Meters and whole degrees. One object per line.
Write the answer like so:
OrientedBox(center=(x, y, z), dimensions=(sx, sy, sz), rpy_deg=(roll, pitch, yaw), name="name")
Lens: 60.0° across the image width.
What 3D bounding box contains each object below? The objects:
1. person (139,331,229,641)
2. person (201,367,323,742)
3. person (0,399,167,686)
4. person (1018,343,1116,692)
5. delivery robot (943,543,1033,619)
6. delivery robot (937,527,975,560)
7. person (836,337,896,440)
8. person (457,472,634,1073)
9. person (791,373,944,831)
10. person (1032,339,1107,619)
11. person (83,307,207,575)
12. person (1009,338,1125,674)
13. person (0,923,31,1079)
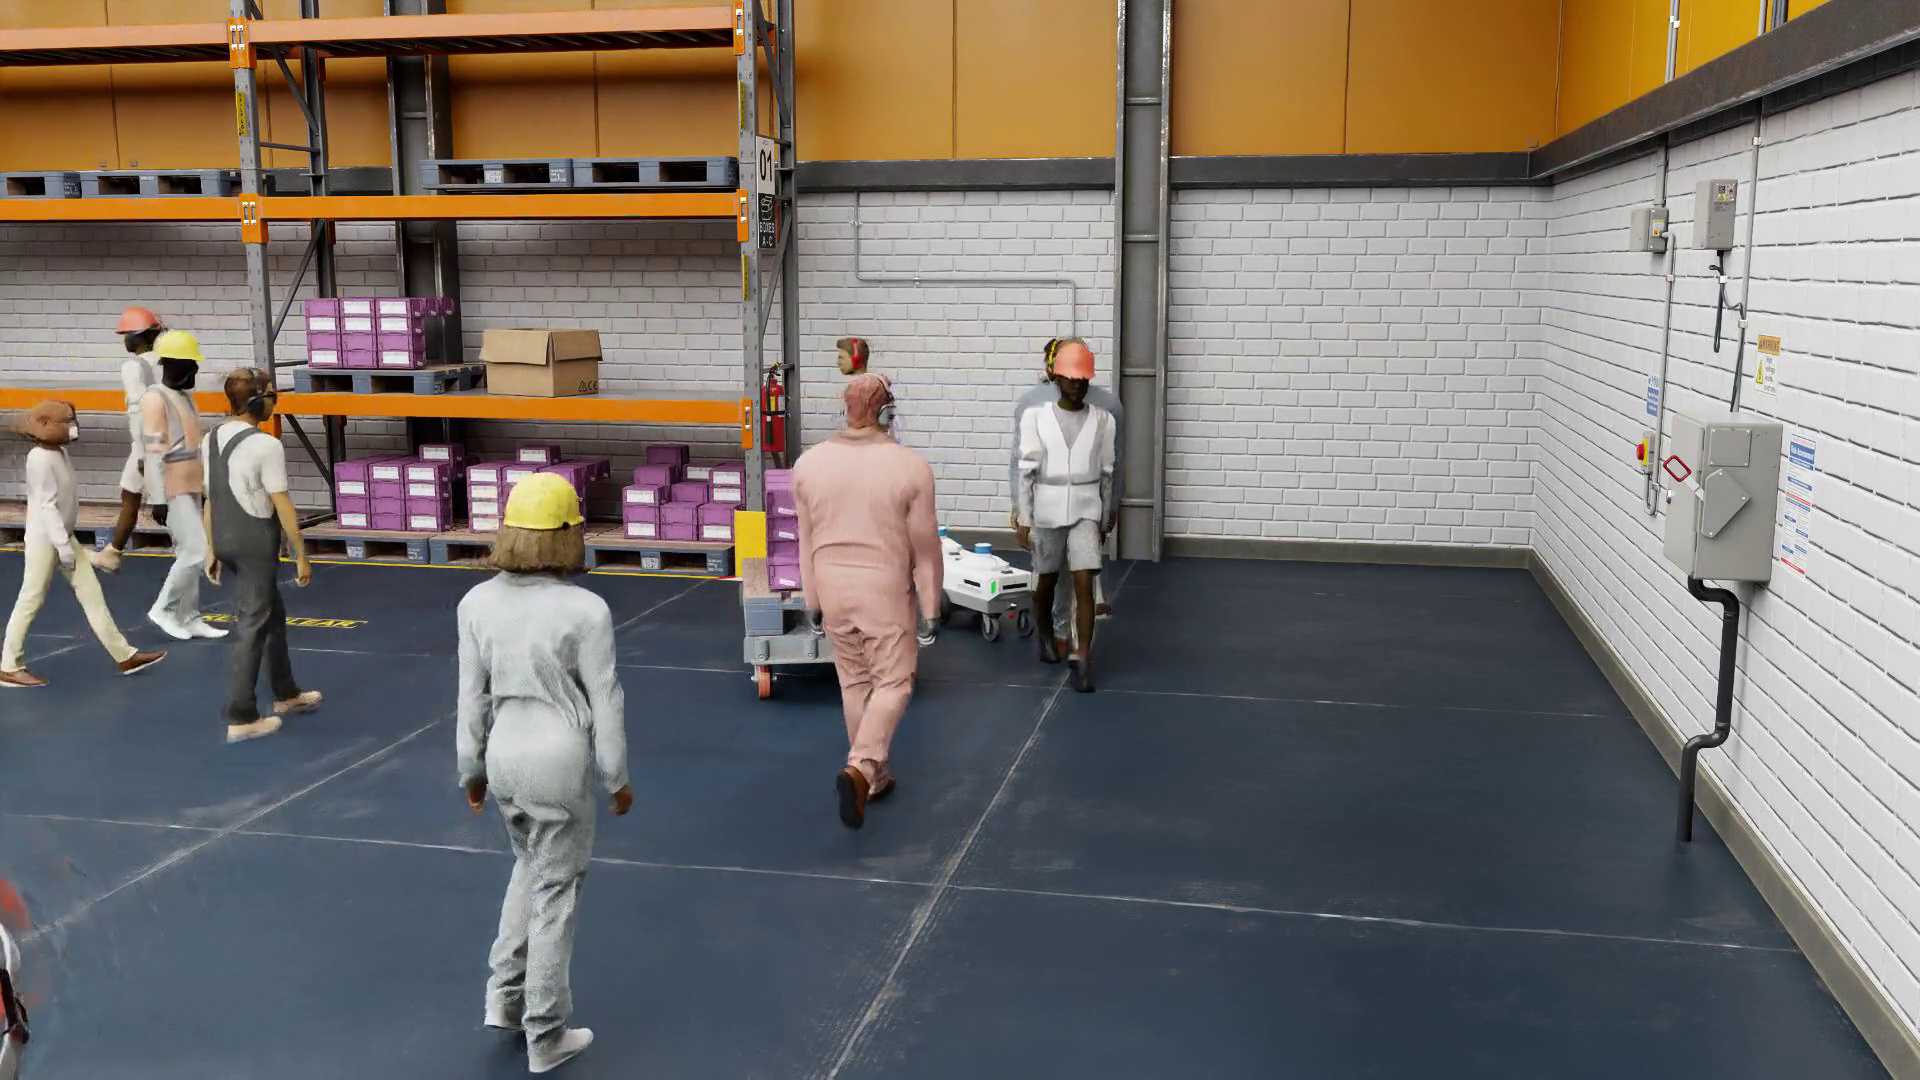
OrientedBox(center=(-4.753, -0.317, 10.174), dimensions=(0.402, 1.914, 0.622), rpy_deg=(-1, 9, -6), name="person")
OrientedBox(center=(-3.405, 0.051, 8.262), dimensions=(0.534, 1.816, 0.773), rpy_deg=(6, 11, 31), name="person")
OrientedBox(center=(-4.917, 0.018, 9.161), dimensions=(0.860, 1.584, 0.518), rpy_deg=(-2, 10, -11), name="person")
OrientedBox(center=(0.590, -0.164, 9.329), dimensions=(0.546, 1.903, 0.945), rpy_deg=(0, 9, -1), name="person")
OrientedBox(center=(0.148, 0.265, 10.494), dimensions=(0.477, 0.478, 0.707), rpy_deg=(-6, 11, -33), name="delivery robot")
OrientedBox(center=(-0.140, 0.154, 11.162), dimensions=(0.477, 0.478, 0.707), rpy_deg=(-4, 10, -23), name="delivery robot")
OrientedBox(center=(-0.557, -0.515, 11.671), dimensions=(0.635, 1.823, 0.591), rpy_deg=(-1, 10, -9), name="person")
OrientedBox(center=(-1.196, 0.671, 4.806), dimensions=(0.484, 1.732, 0.405), rpy_deg=(4, 10, 24), name="person")
OrientedBox(center=(-0.399, 0.252, 6.904), dimensions=(0.651, 1.880, 0.780), rpy_deg=(3, 10, 20), name="person")
OrientedBox(center=(0.617, -0.413, 11.033), dimensions=(0.937, 1.819, 0.539), rpy_deg=(6, 11, 34), name="person")
OrientedBox(center=(-6.091, -0.716, 12.347), dimensions=(1.032, 1.993, 0.624), rpy_deg=(2, 10, 10), name="person")
OrientedBox(center=(0.597, -0.187, 9.464), dimensions=(0.645, 1.896, 0.952), rpy_deg=(2, 10, 11), name="person")
OrientedBox(center=(-0.785, 1.154, 1.237), dimensions=(0.639, 1.934, 1.035), rpy_deg=(2, 10, 10), name="person")
